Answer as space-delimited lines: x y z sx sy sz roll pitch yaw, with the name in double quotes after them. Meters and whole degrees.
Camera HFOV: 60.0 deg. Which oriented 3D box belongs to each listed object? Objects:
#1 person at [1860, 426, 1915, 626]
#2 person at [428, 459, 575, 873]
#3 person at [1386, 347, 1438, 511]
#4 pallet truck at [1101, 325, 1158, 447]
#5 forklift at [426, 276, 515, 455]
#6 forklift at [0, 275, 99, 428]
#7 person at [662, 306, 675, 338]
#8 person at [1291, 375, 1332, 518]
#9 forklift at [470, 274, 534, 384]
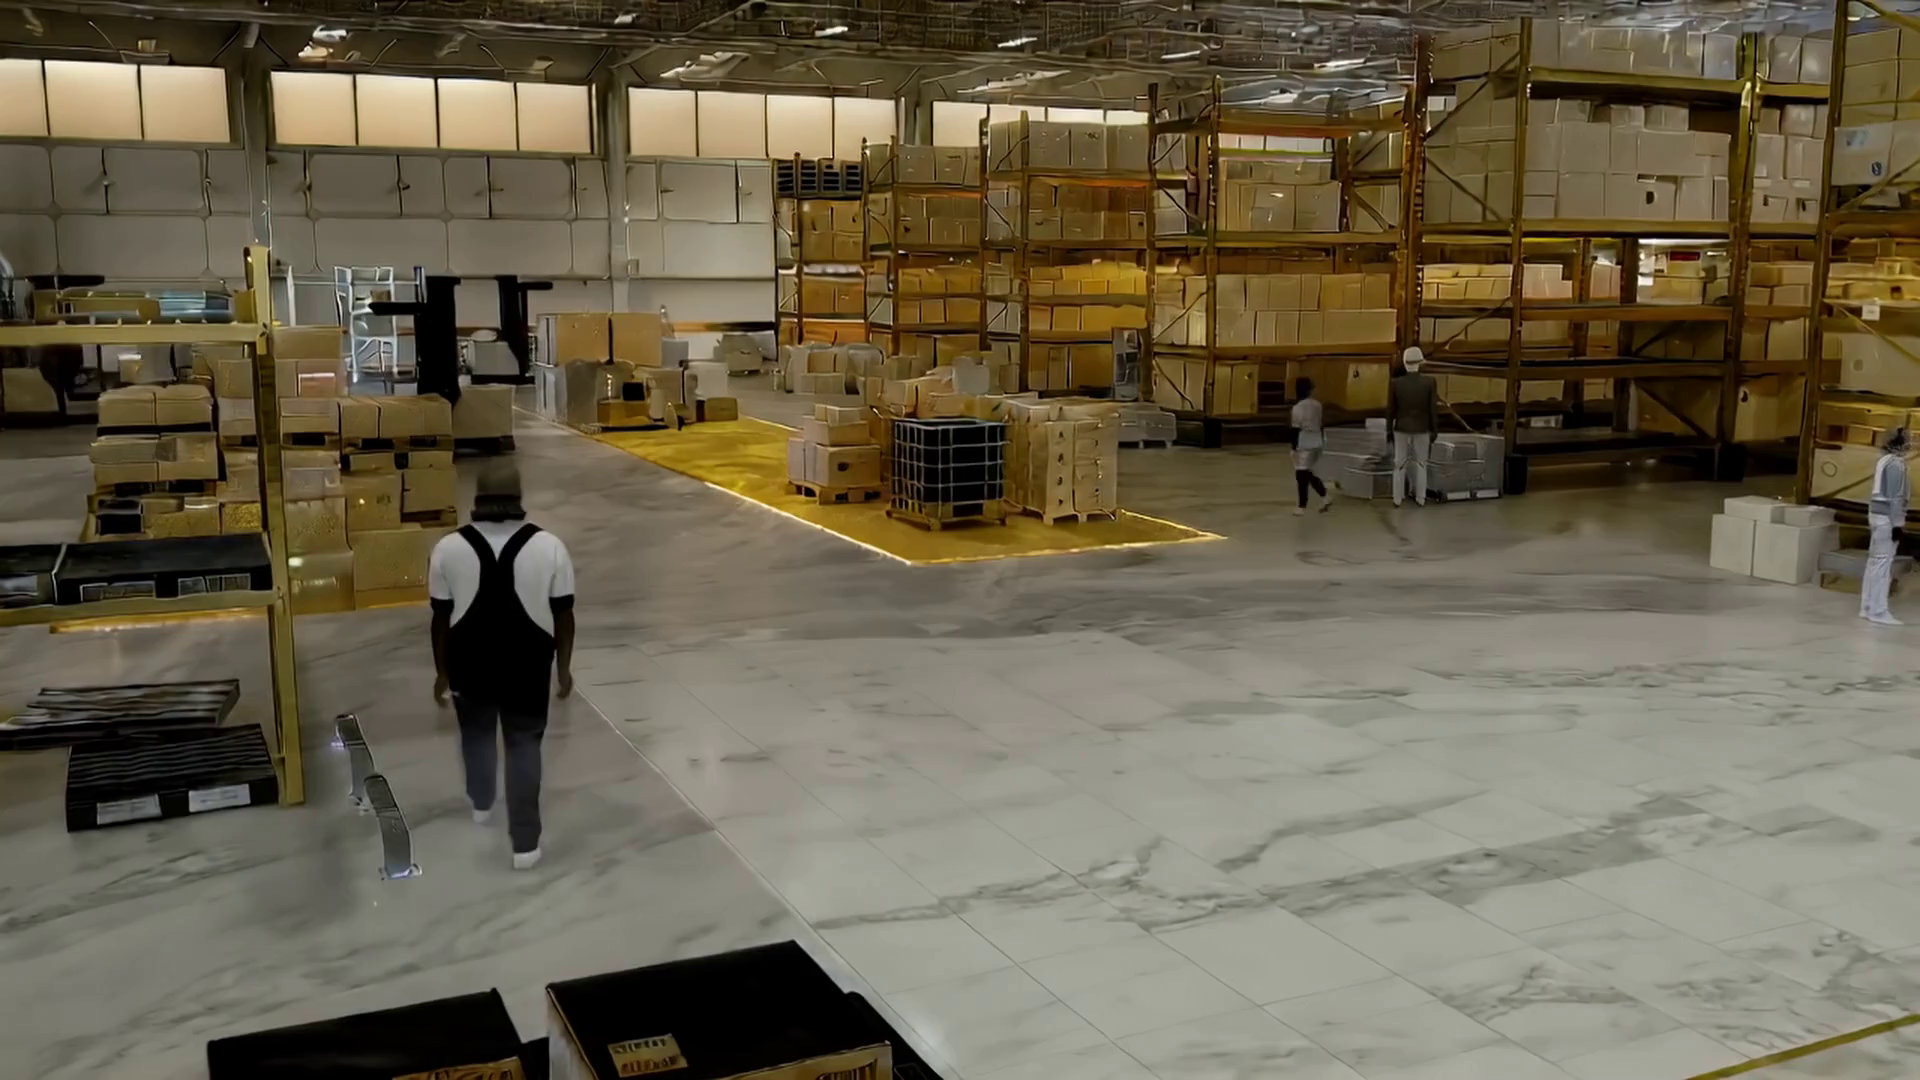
7.646 -0.125 13.704 0.307 1.639 0.525 3 10 16 "person"
-2.269 0.543 8.313 0.693 2.000 1.086 -2 9 -11 "person"
5.457 -1.334 20.109 0.612 1.993 0.390 1 9 7 "person"
2.881 -2.596 27.923 0.823 1.965 1.885 -1 9 -7 "pallet truck"
-8.069 -2.737 26.069 1.873 2.768 1.129 -4 10 -25 "forklift"
-17.078 -3.554 31.137 1.873 2.768 1.129 -4 10 -25 "forklift"
-8.470 -5.793 47.979 0.543 1.925 0.659 -1 9 -6 "person"
4.114 -1.096 19.590 0.571 1.670 0.432 -8 12 -39 "person"
-11.485 -5.359 42.334 1.873 2.768 1.129 -4 10 -25 "forklift"
